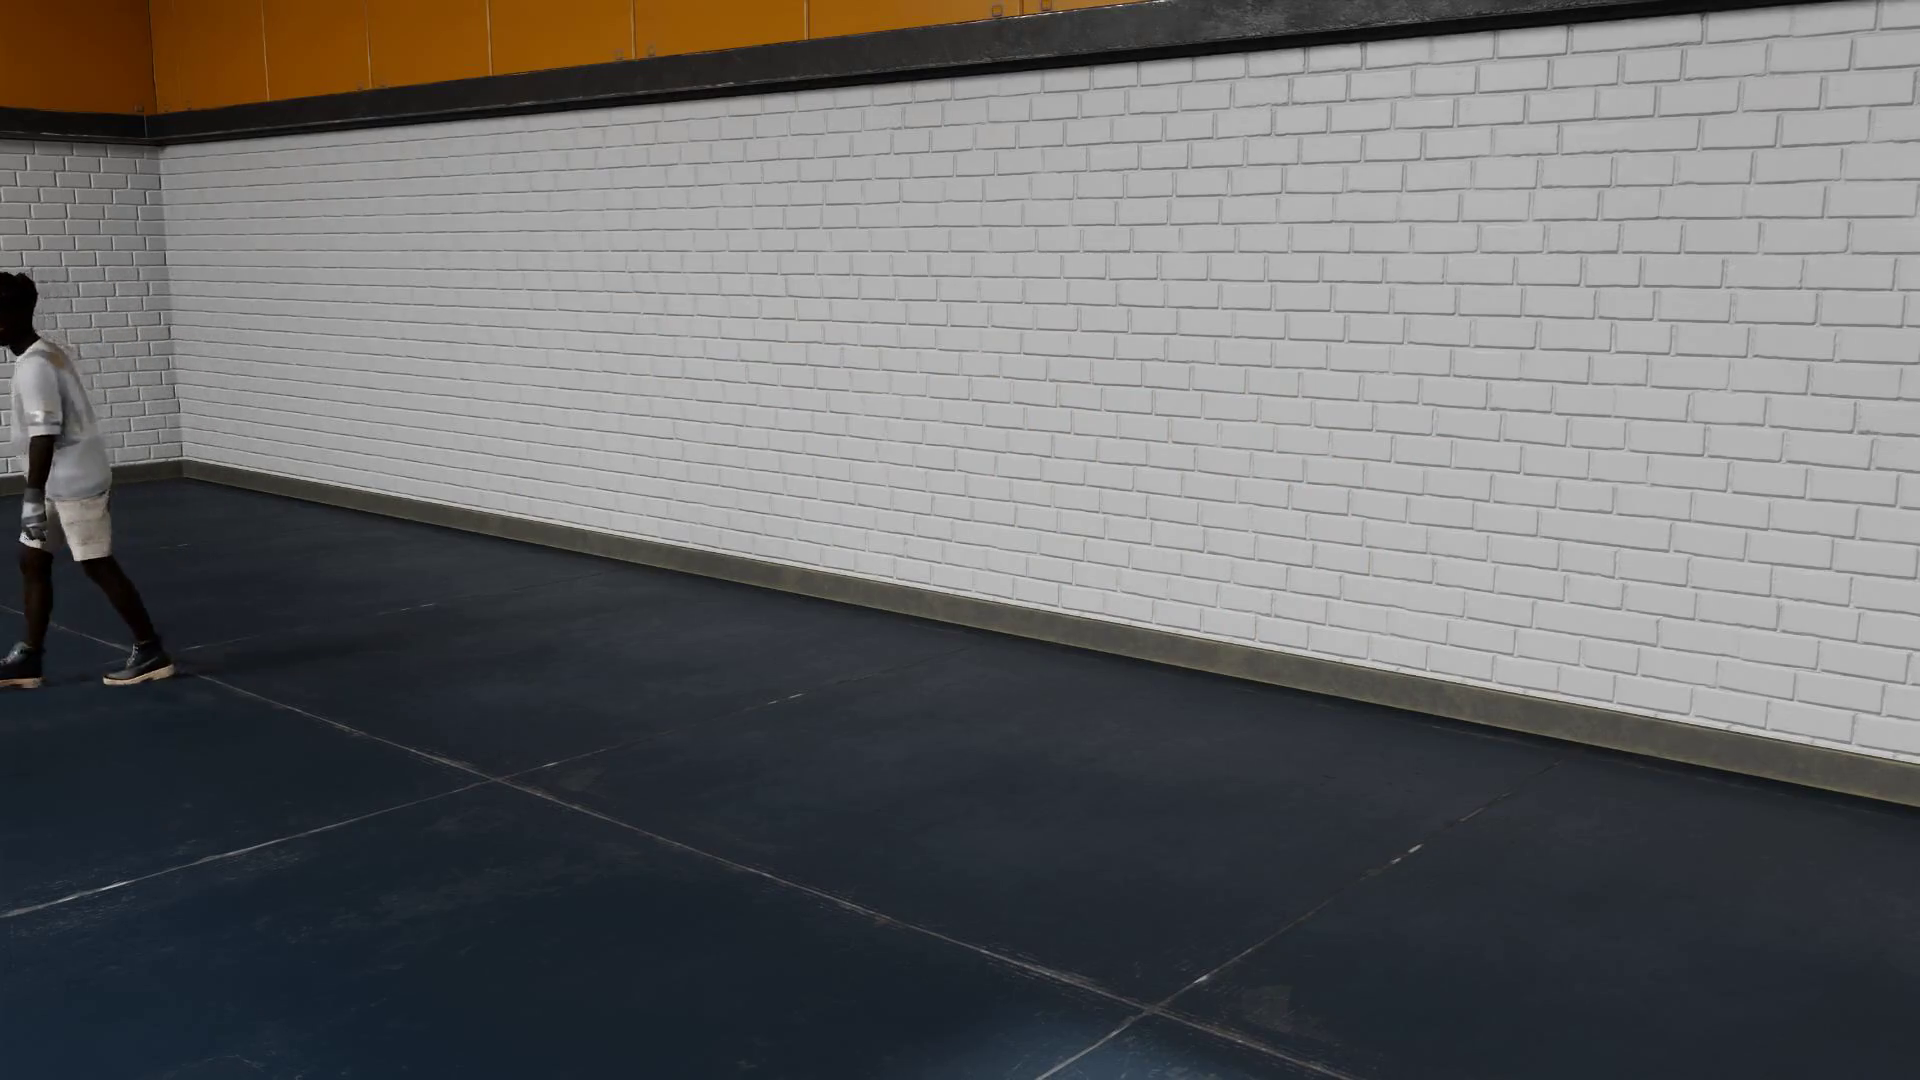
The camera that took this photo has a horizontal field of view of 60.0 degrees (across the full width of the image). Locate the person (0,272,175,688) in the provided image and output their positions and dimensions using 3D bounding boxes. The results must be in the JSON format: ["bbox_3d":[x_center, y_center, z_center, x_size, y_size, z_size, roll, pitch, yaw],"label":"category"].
[{"bbox_3d":[-4.102,-0.246,7.523,0.941,1.908,0.635,-6,12,-30],"label":"person"}]
